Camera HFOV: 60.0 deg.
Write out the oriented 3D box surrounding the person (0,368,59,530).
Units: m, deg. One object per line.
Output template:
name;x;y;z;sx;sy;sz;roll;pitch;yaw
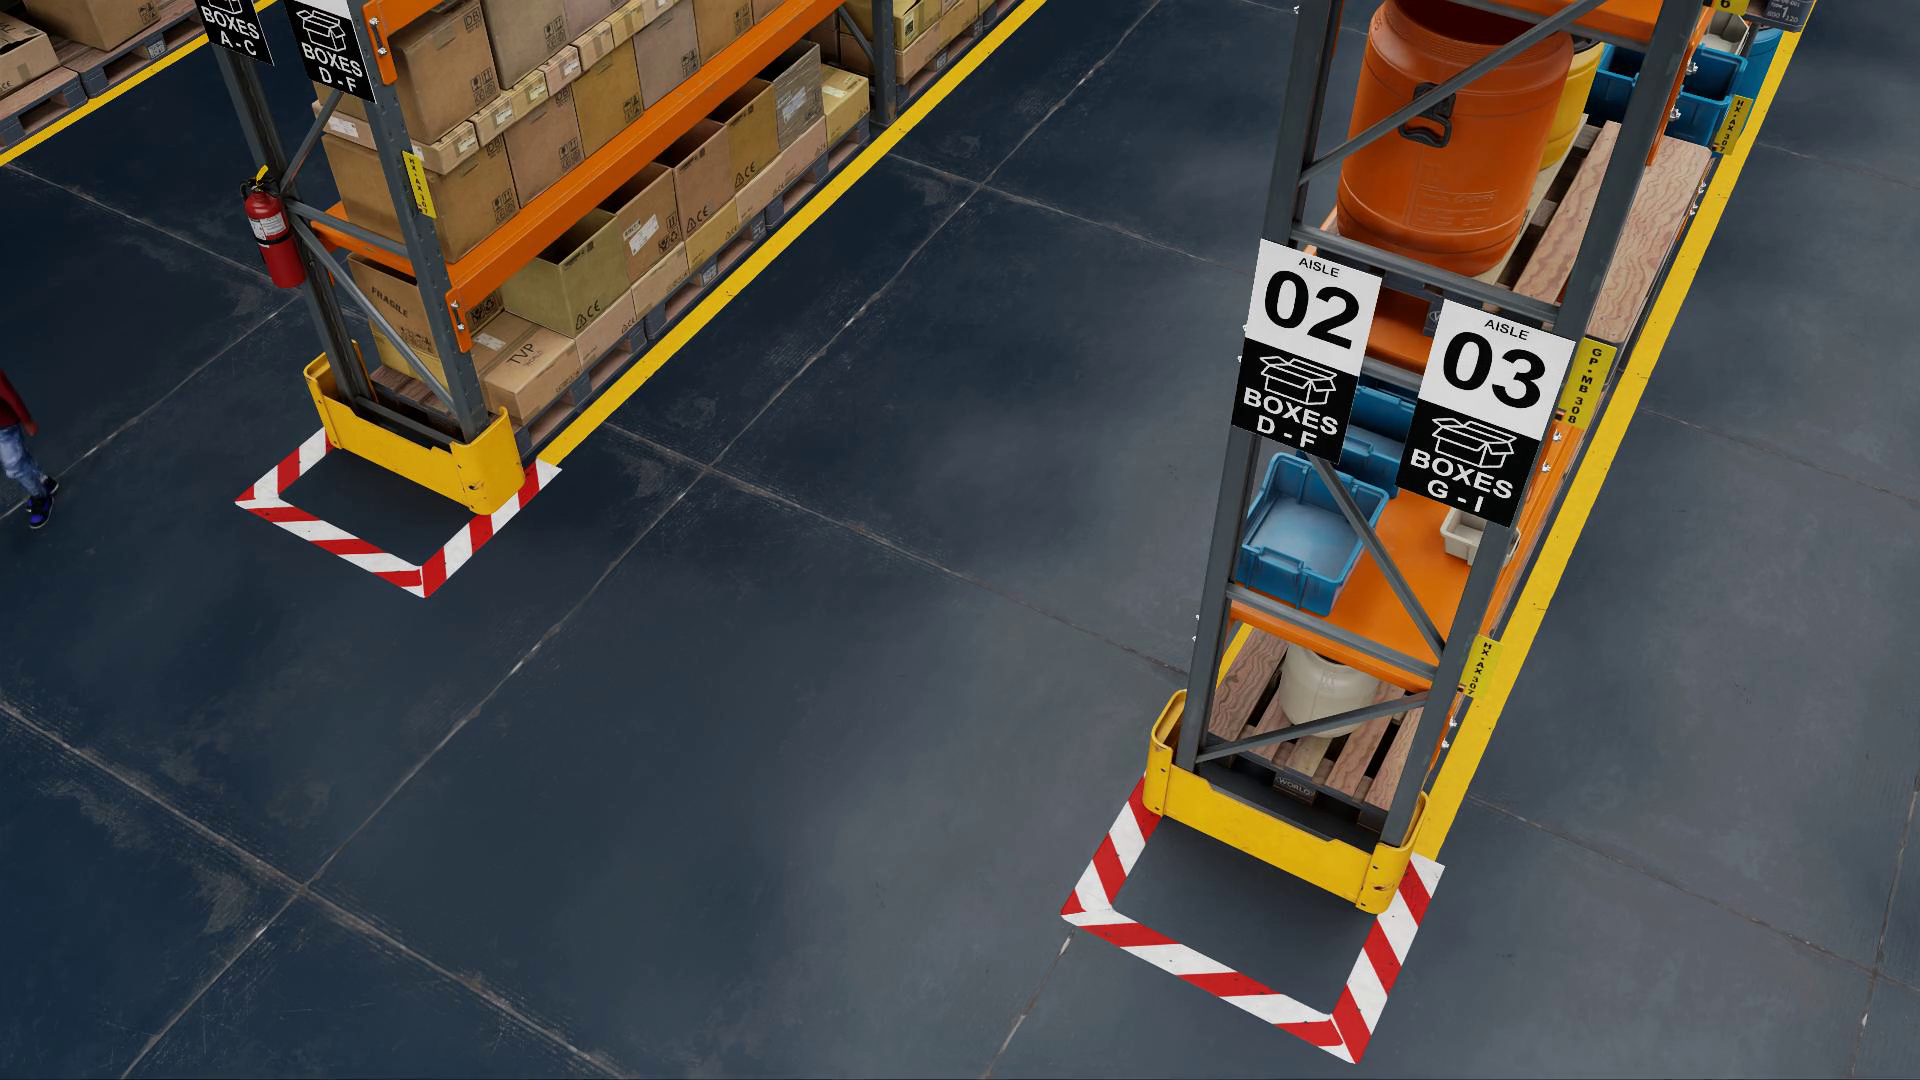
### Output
person;-4.844;-0.656;8.394;0.579;1.244;0.625;10;48;9
